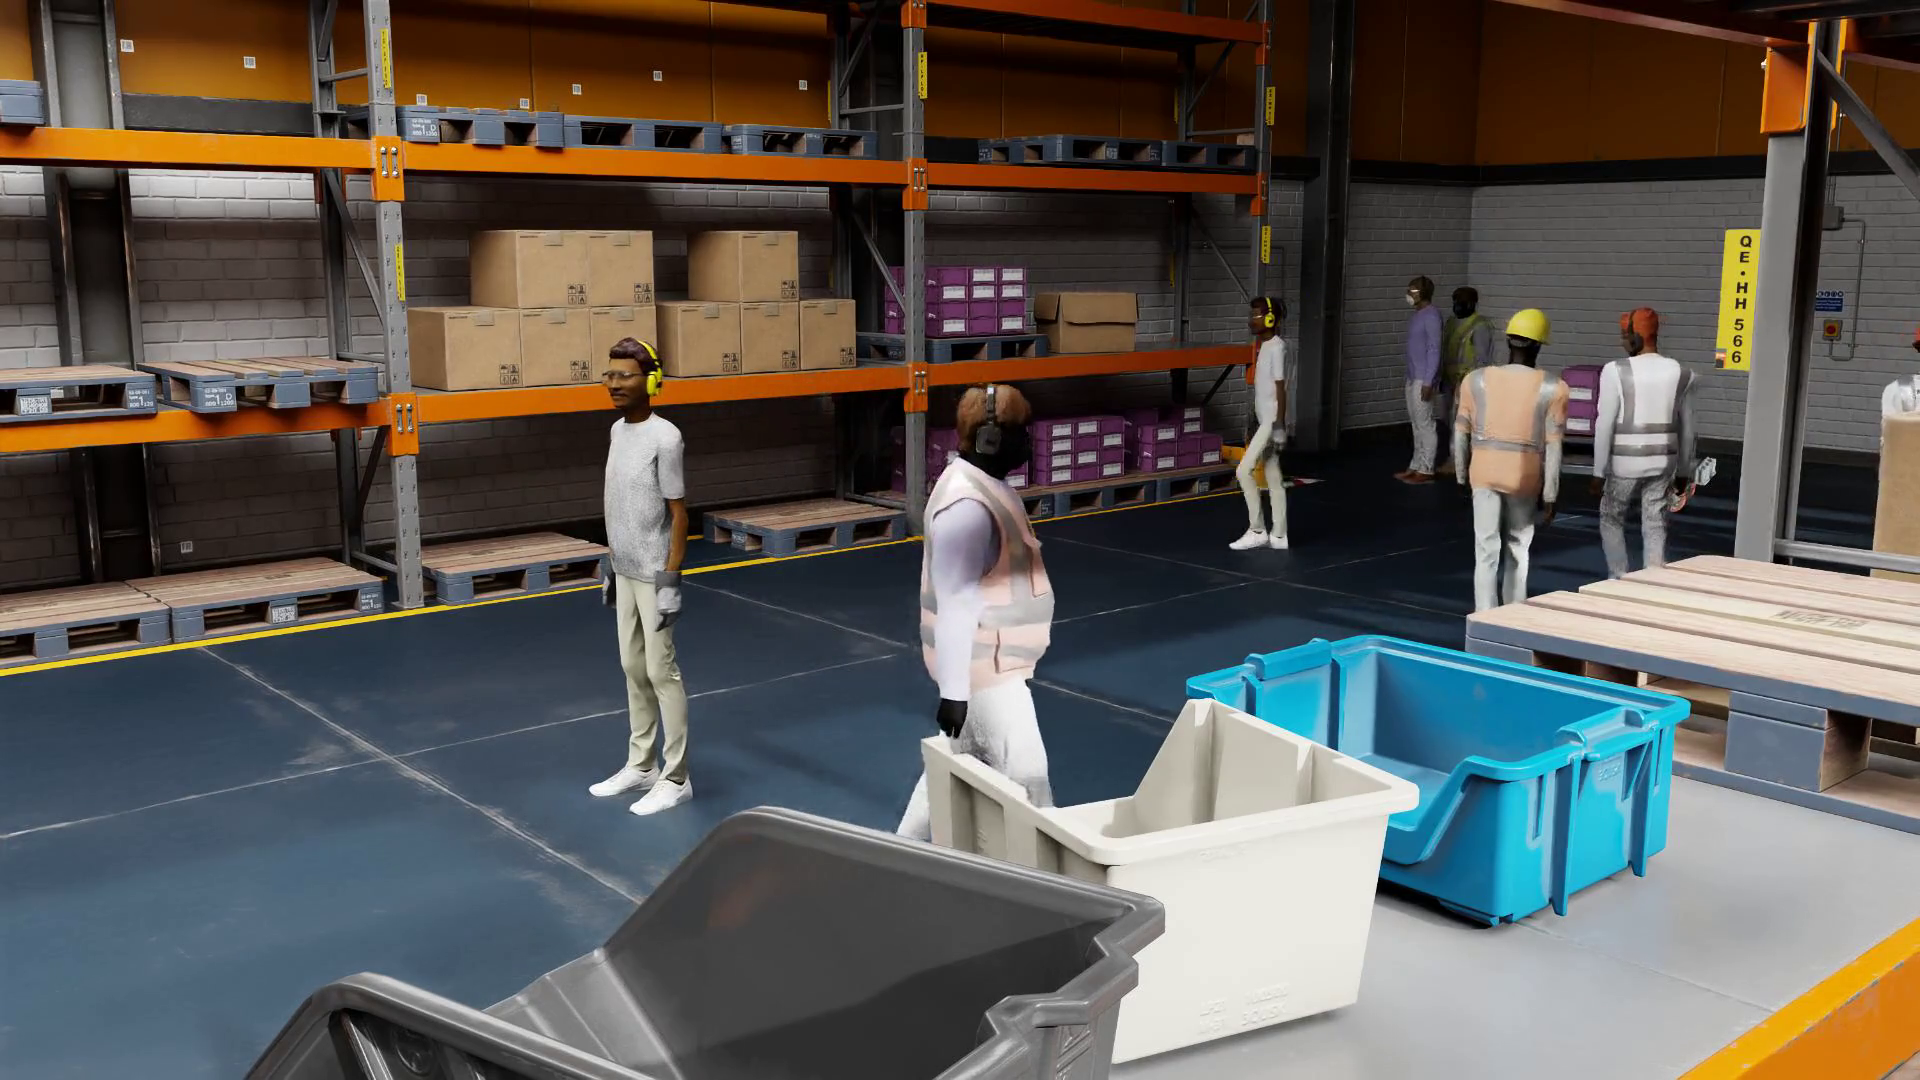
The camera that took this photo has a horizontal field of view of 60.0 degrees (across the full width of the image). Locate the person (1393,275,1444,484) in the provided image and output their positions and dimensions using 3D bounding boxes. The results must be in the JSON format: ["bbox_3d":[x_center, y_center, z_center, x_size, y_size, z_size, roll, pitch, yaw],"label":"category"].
[{"bbox_3d":[4.301,-1.487,15.506,0.352,1.937,0.635,0,10,2],"label":"person"}]

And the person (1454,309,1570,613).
[{"bbox_3d":[3.060,-0.341,9.275,0.595,1.869,0.964,4,11,20],"label":"person"}]

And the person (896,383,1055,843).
[{"bbox_3d":[0.109,0.391,5.392,0.872,1.804,0.646,1,10,6],"label":"person"}]

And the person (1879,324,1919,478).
[{"bbox_3d":[5.131,-0.249,8.773,0.570,1.879,1.022,3,11,19],"label":"person"}]

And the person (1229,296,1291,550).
[{"bbox_3d":[2.156,-0.837,12.094,0.603,1.849,0.565,1,10,4],"label":"person"}]

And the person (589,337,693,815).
[{"bbox_3d":[-1.269,0.140,6.575,0.321,1.874,0.532,-9,13,-40],"label":"person"}]

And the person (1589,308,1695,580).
[{"bbox_3d":[3.974,-0.421,9.751,0.642,1.859,0.604,0,10,-2],"label":"person"}]

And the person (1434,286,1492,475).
[{"bbox_3d":[4.941,-1.545,16.130,0.649,1.831,0.649,-2,10,-12],"label":"person"}]
